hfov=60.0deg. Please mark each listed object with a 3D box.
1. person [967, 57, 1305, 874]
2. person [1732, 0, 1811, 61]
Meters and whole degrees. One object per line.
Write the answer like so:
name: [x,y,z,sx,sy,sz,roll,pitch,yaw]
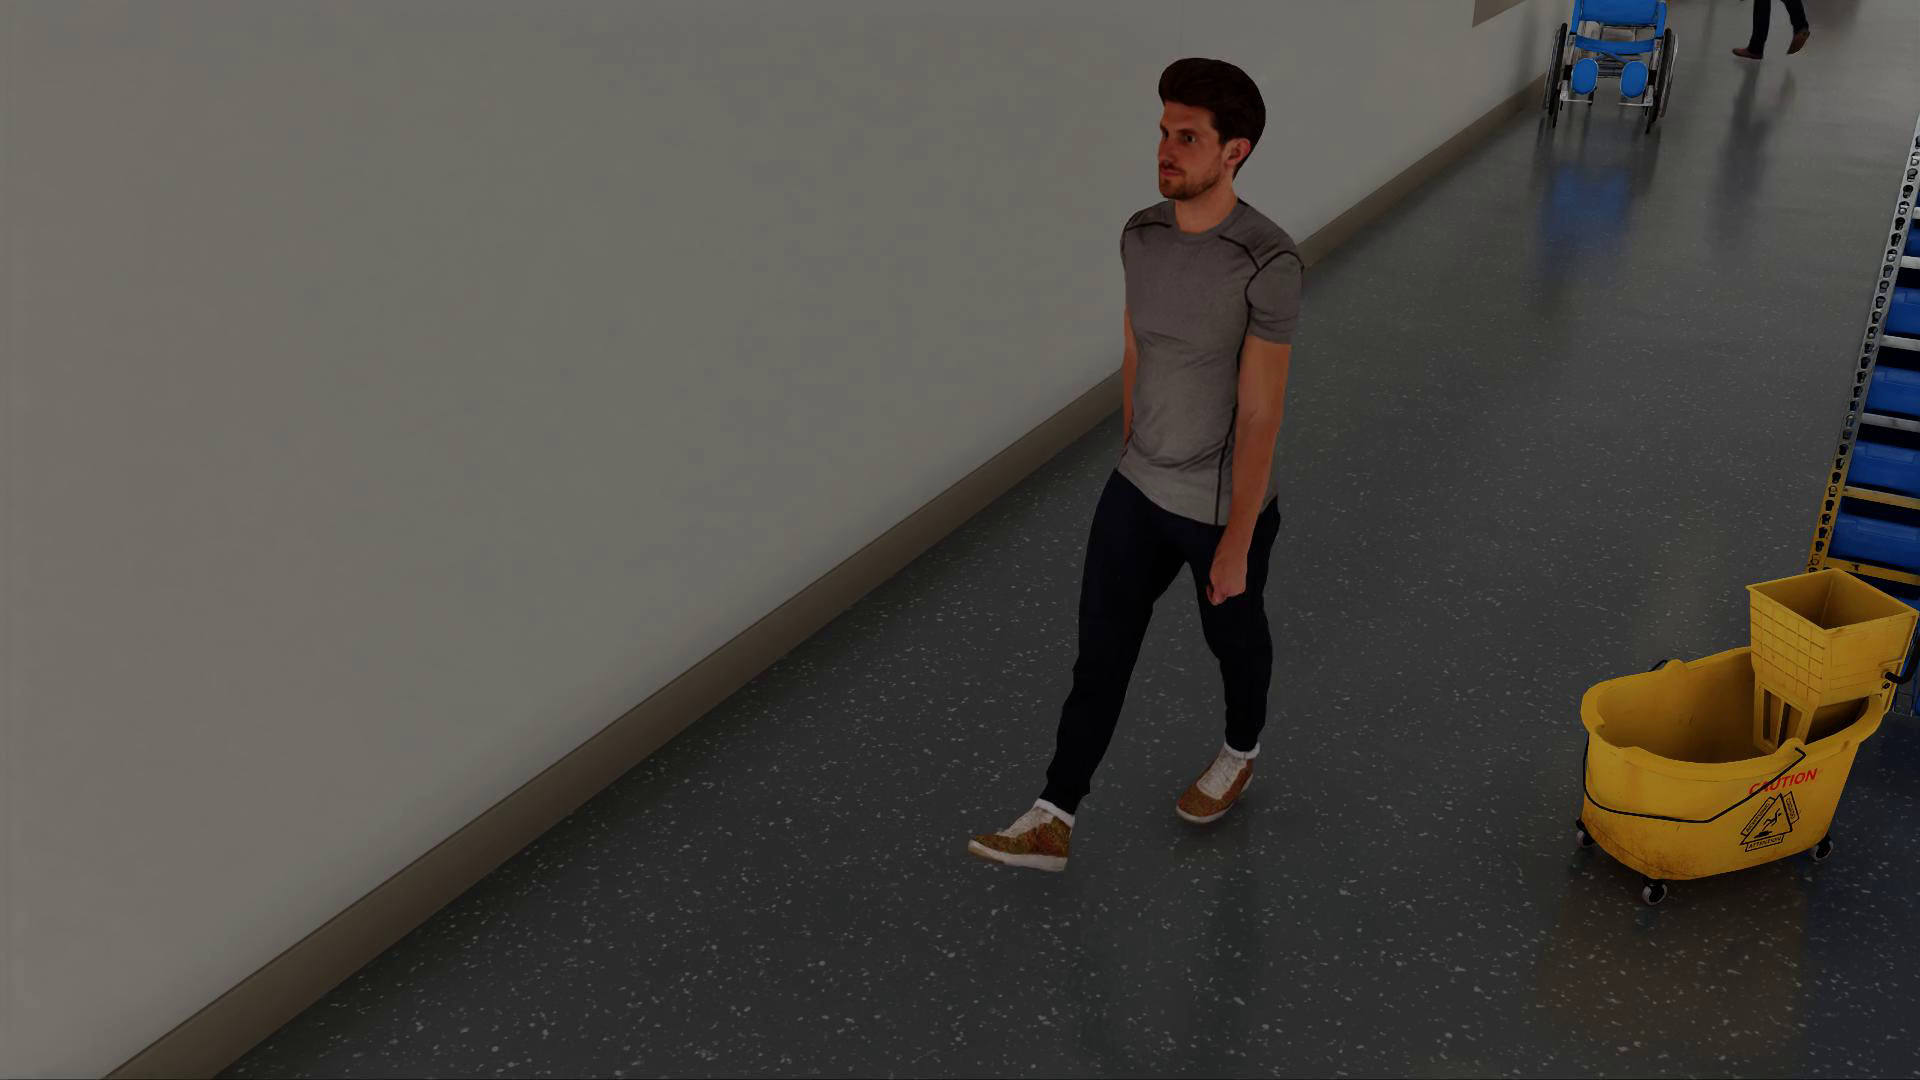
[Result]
person: [0.590,-0.123,3.784,0.944,1.853,1.162,-23,34,-39]
person: [6.831,-4.871,13.645,0.952,1.838,1.027,-10,27,-19]
